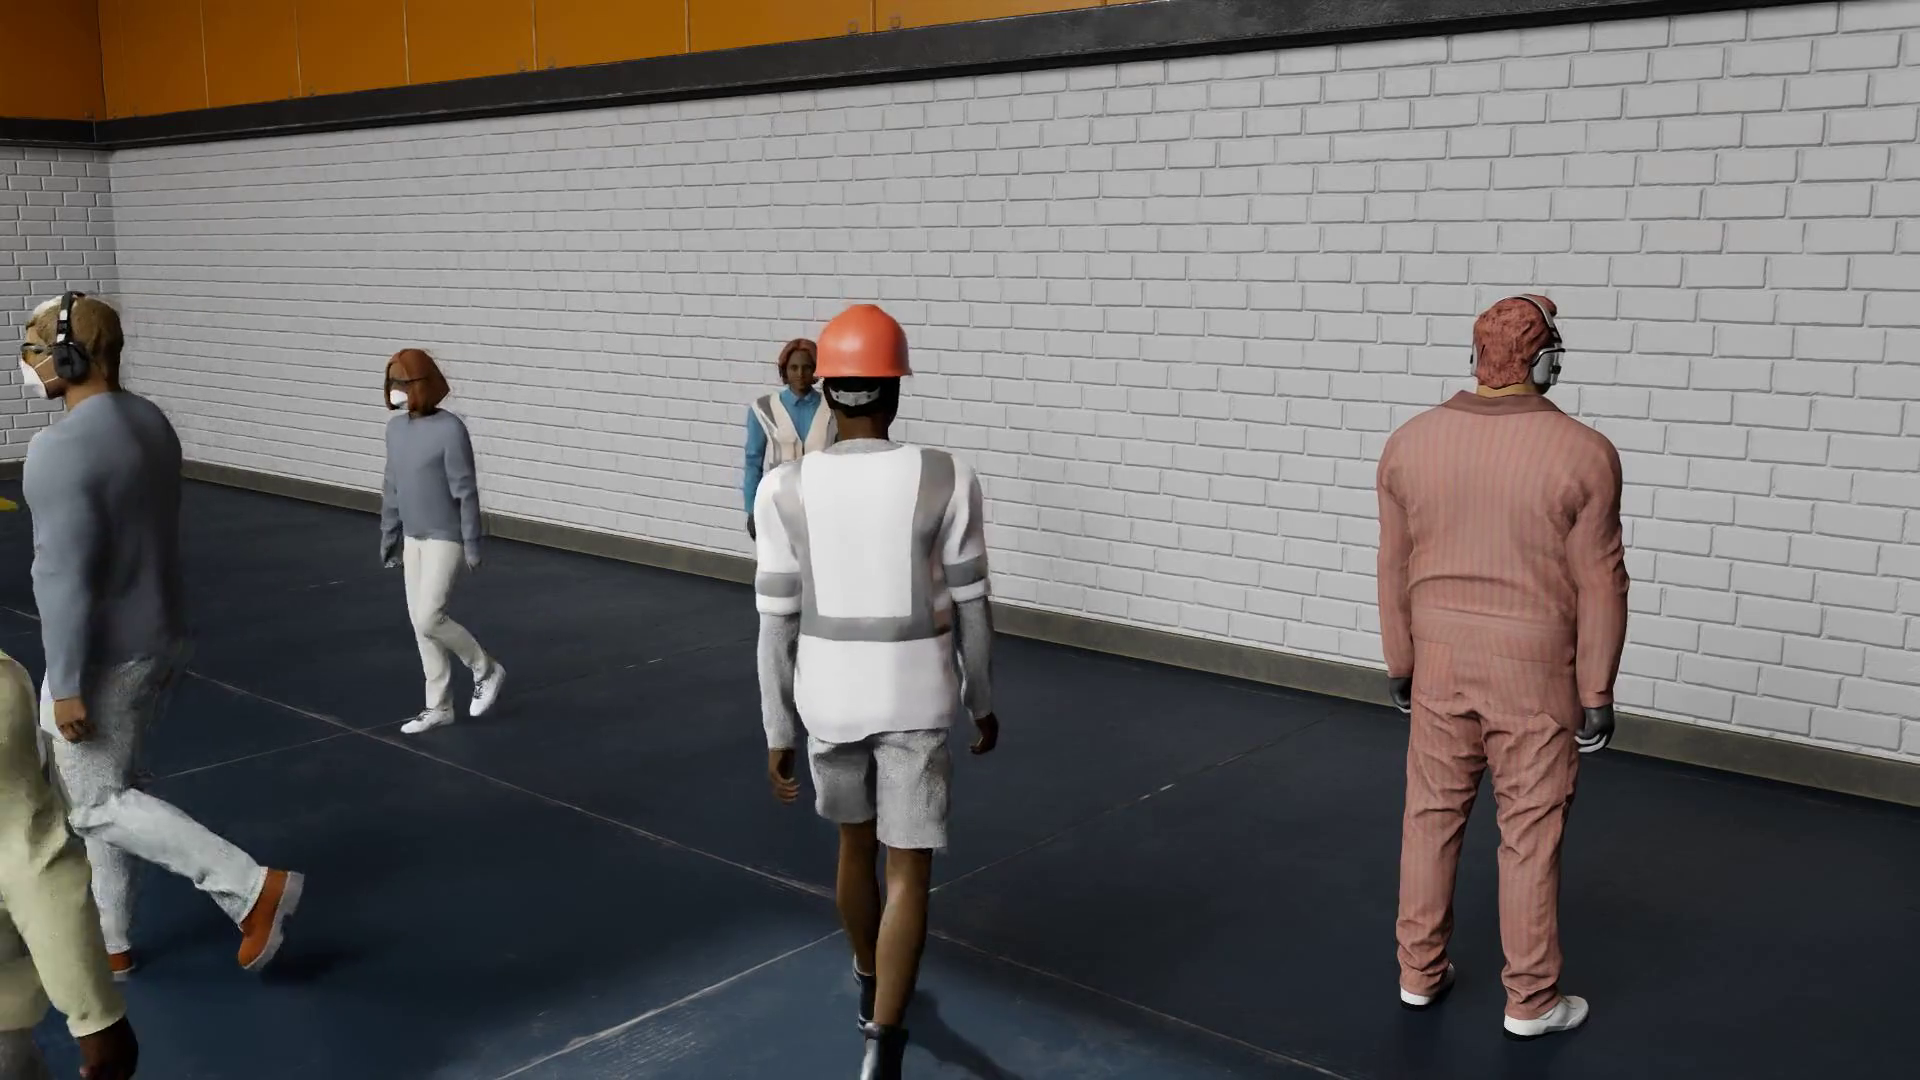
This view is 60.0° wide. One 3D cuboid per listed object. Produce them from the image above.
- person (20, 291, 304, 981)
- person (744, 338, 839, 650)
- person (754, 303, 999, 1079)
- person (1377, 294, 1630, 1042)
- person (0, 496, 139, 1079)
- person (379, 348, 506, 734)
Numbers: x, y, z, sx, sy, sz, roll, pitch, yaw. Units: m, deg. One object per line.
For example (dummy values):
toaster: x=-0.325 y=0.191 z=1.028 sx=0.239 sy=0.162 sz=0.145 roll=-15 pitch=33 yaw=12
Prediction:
person: x=-2.205 y=0.297 z=4.450 sx=0.751 sy=1.917 sz=0.637 roll=-1 pitch=10 yaw=-3
person: x=-0.744 y=-0.140 z=7.769 sx=0.526 sy=1.615 sz=0.658 roll=-2 pitch=10 yaw=-9
person: x=-0.212 y=0.396 z=3.953 sx=0.562 sy=1.907 sz=0.949 roll=1 pitch=10 yaw=7
person: x=1.393 y=0.329 z=4.290 sx=0.641 sy=1.908 sz=0.407 roll=8 pitch=13 yaw=40
person: x=-1.638 y=0.683 z=2.639 sx=0.604 sy=1.789 sz=0.943 roll=6 pitch=12 yaw=31
person: x=-2.192 y=0.011 z=6.921 sx=0.529 sy=1.618 sz=0.392 roll=8 pitch=13 yaw=38
